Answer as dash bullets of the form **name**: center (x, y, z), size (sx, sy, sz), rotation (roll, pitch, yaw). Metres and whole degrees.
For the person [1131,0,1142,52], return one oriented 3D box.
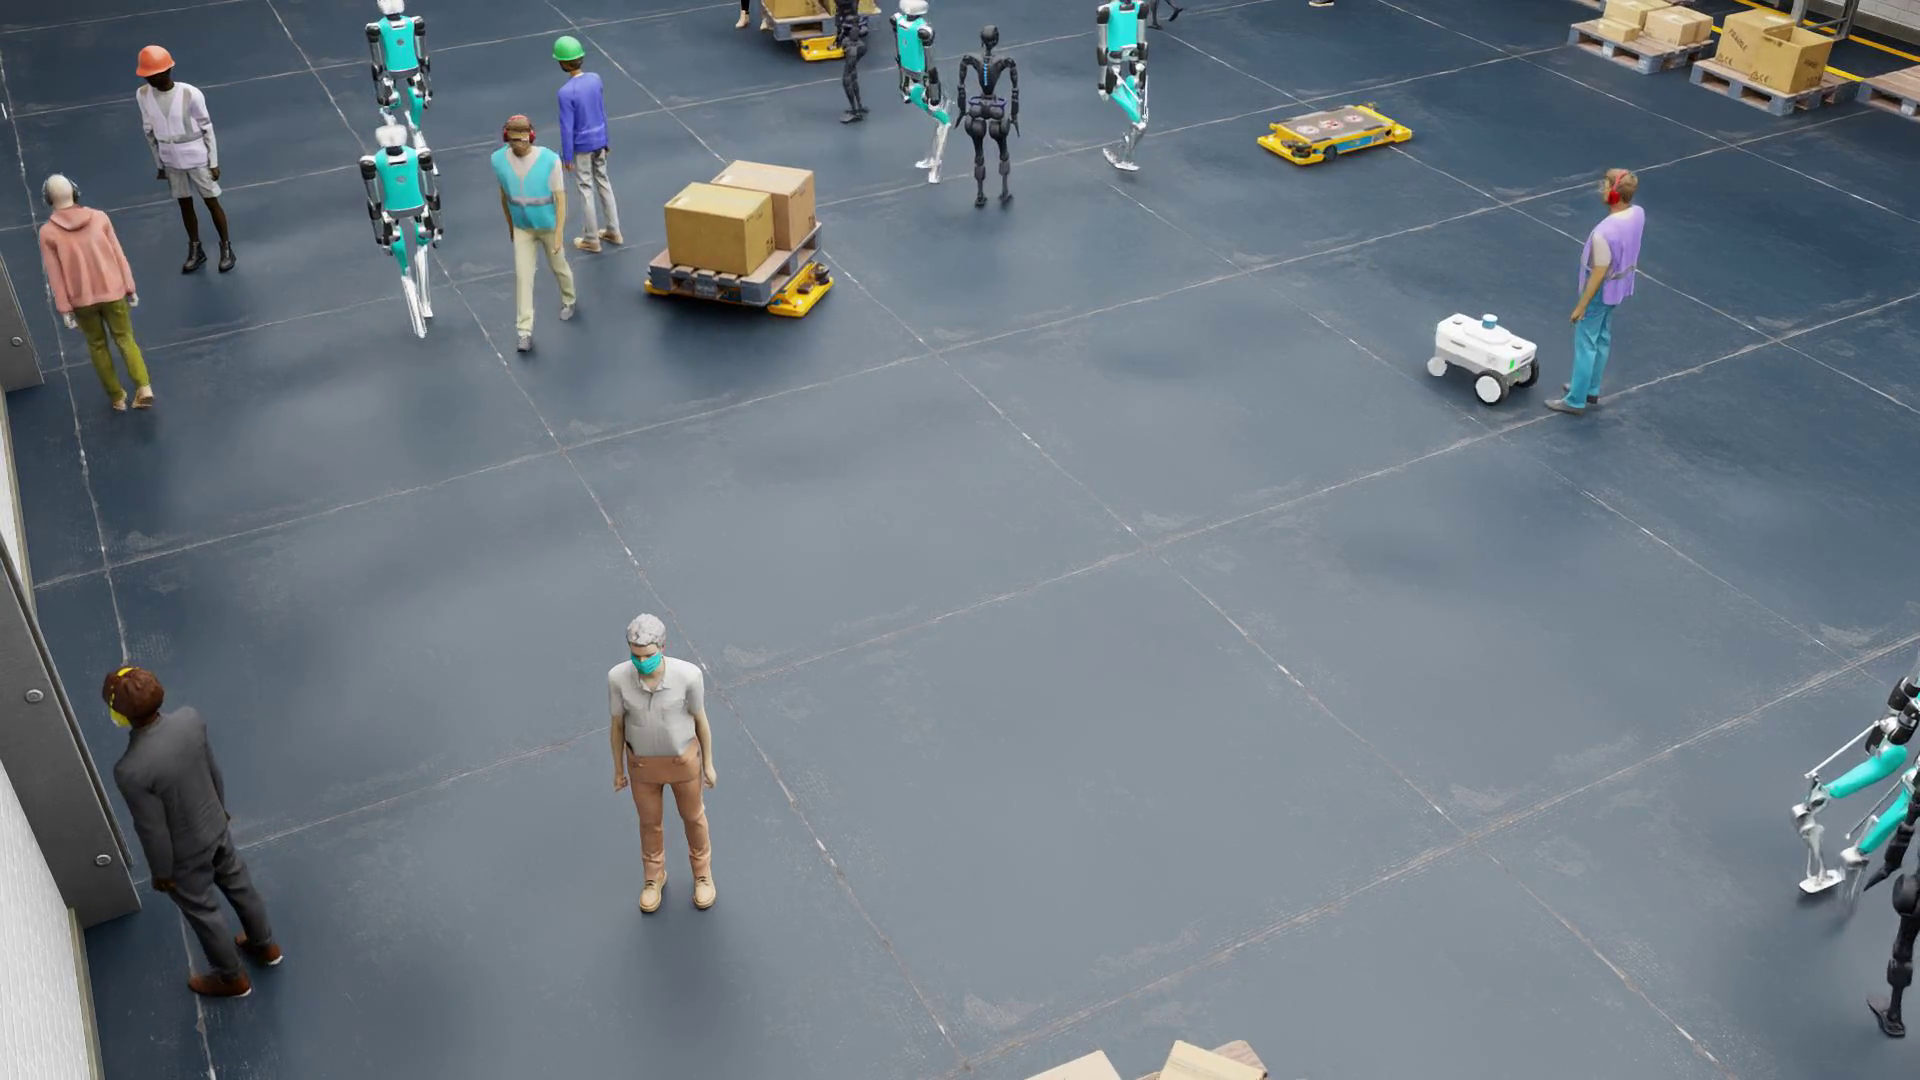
- **person**: center (1.851, -6.171, 18.299), size (0.474, 1.675, 0.376), rotation (-19, 39, -25)

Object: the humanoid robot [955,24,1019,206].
- **humanoid robot**: center (0.242, -3.808, 14.923), size (0.599, 1.658, 0.356), rotation (7, 36, 10)

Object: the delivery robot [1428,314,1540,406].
- **delivery robot**: center (3.925, -1.403, 12.460), size (0.499, 0.584, 0.783), rotation (-27, 43, -33)

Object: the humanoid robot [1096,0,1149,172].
- **humanoid robot**: center (1.606, -4.223, 15.450), size (0.548, 1.726, 0.954), rotation (-16, 38, -21)

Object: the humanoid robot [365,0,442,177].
- **humanoid robot**: center (-5.189, -4.187, 15.413), size (0.542, 1.731, 1.018), rotation (-21, 40, -27)

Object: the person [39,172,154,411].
- **person**: center (-6.109, -1.697, 11.797), size (0.556, 1.807, 0.591), rotation (-21, 40, -27)

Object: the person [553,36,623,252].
- **person**: center (-3.178, -3.344, 14.106), size (0.361, 1.866, 0.469), rotation (24, 42, 30)

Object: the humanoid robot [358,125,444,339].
- **humanoid robot**: center (-4.310, -2.447, 12.942), size (0.530, 1.775, 0.834), rotation (-14, 37, -19)

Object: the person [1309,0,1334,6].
- **person**: center (4.406, -7.367, 19.763), size (0.368, 1.958, 0.601), rotation (0, 35, 0)

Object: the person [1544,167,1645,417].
- **person**: center (4.567, -1.745, 11.833), size (0.373, 1.843, 0.569), rotation (28, 44, 34)

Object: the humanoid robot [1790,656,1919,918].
- **humanoid robot**: center (4.365, 1.133, 7.915), size (0.802, 1.868, 0.533), rotation (-8, 36, -11)

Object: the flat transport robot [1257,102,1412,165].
- **flat transport robot**: center (3.716, -4.024, 16.462), size (1.431, 0.231, 0.659), rotation (-18, 39, -24)

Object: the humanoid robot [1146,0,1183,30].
- **humanoid robot**: center (2.316, -6.682, 19.028), size (0.416, 1.651, 0.591), rotation (18, 39, 23)

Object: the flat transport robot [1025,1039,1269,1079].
- **flat transport robot**: center (0.880, 2.799, 6.719), size (0.659, 0.231, 1.431), rotation (-15, 38, -20)

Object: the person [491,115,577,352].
- **person**: center (-3.279, -2.404, 12.820), size (0.567, 1.790, 0.944), rotation (4, 35, 5)

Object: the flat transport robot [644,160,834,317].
- **flat transport robot**: center (-1.833, -2.167, 13.809), size (1.431, 0.231, 0.659), rotation (11, 37, 16)

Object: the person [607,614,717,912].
- **person**: center (-1.411, 1.062, 7.910), size (0.490, 1.746, 0.310), rotation (-2, 35, -3)

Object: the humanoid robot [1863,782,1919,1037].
- **humanoid robot**: center (4.367, 1.533, 7.313), size (0.611, 1.640, 0.375), rotation (13, 37, 17)

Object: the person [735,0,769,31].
- **person**: center (-2.405, -6.705, 19.042), size (0.540, 1.695, 0.315), rotation (9, 36, 12)

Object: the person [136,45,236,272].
- **person**: center (-6.405, -3.140, 13.749), size (0.545, 1.934, 0.373), rotation (0, 35, 1)

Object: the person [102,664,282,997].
- **person**: center (-3.455, 1.317, 7.441), size (0.347, 1.876, 0.502), rotation (9, 36, 13)

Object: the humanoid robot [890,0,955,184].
- **humanoid robot**: center (-0.224, -4.176, 15.398), size (0.816, 1.768, 0.553), rotation (-26, 43, -32)

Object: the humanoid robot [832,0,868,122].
- **humanoid robot**: center (-1.094, -5.054, 16.707), size (0.352, 1.657, 0.593), rotation (-13, 37, -18)

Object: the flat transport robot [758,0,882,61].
- **flat transport robot**: center (-1.600, -5.806, 19.005), size (0.659, 0.231, 1.431), rotation (-10, 36, -14)
